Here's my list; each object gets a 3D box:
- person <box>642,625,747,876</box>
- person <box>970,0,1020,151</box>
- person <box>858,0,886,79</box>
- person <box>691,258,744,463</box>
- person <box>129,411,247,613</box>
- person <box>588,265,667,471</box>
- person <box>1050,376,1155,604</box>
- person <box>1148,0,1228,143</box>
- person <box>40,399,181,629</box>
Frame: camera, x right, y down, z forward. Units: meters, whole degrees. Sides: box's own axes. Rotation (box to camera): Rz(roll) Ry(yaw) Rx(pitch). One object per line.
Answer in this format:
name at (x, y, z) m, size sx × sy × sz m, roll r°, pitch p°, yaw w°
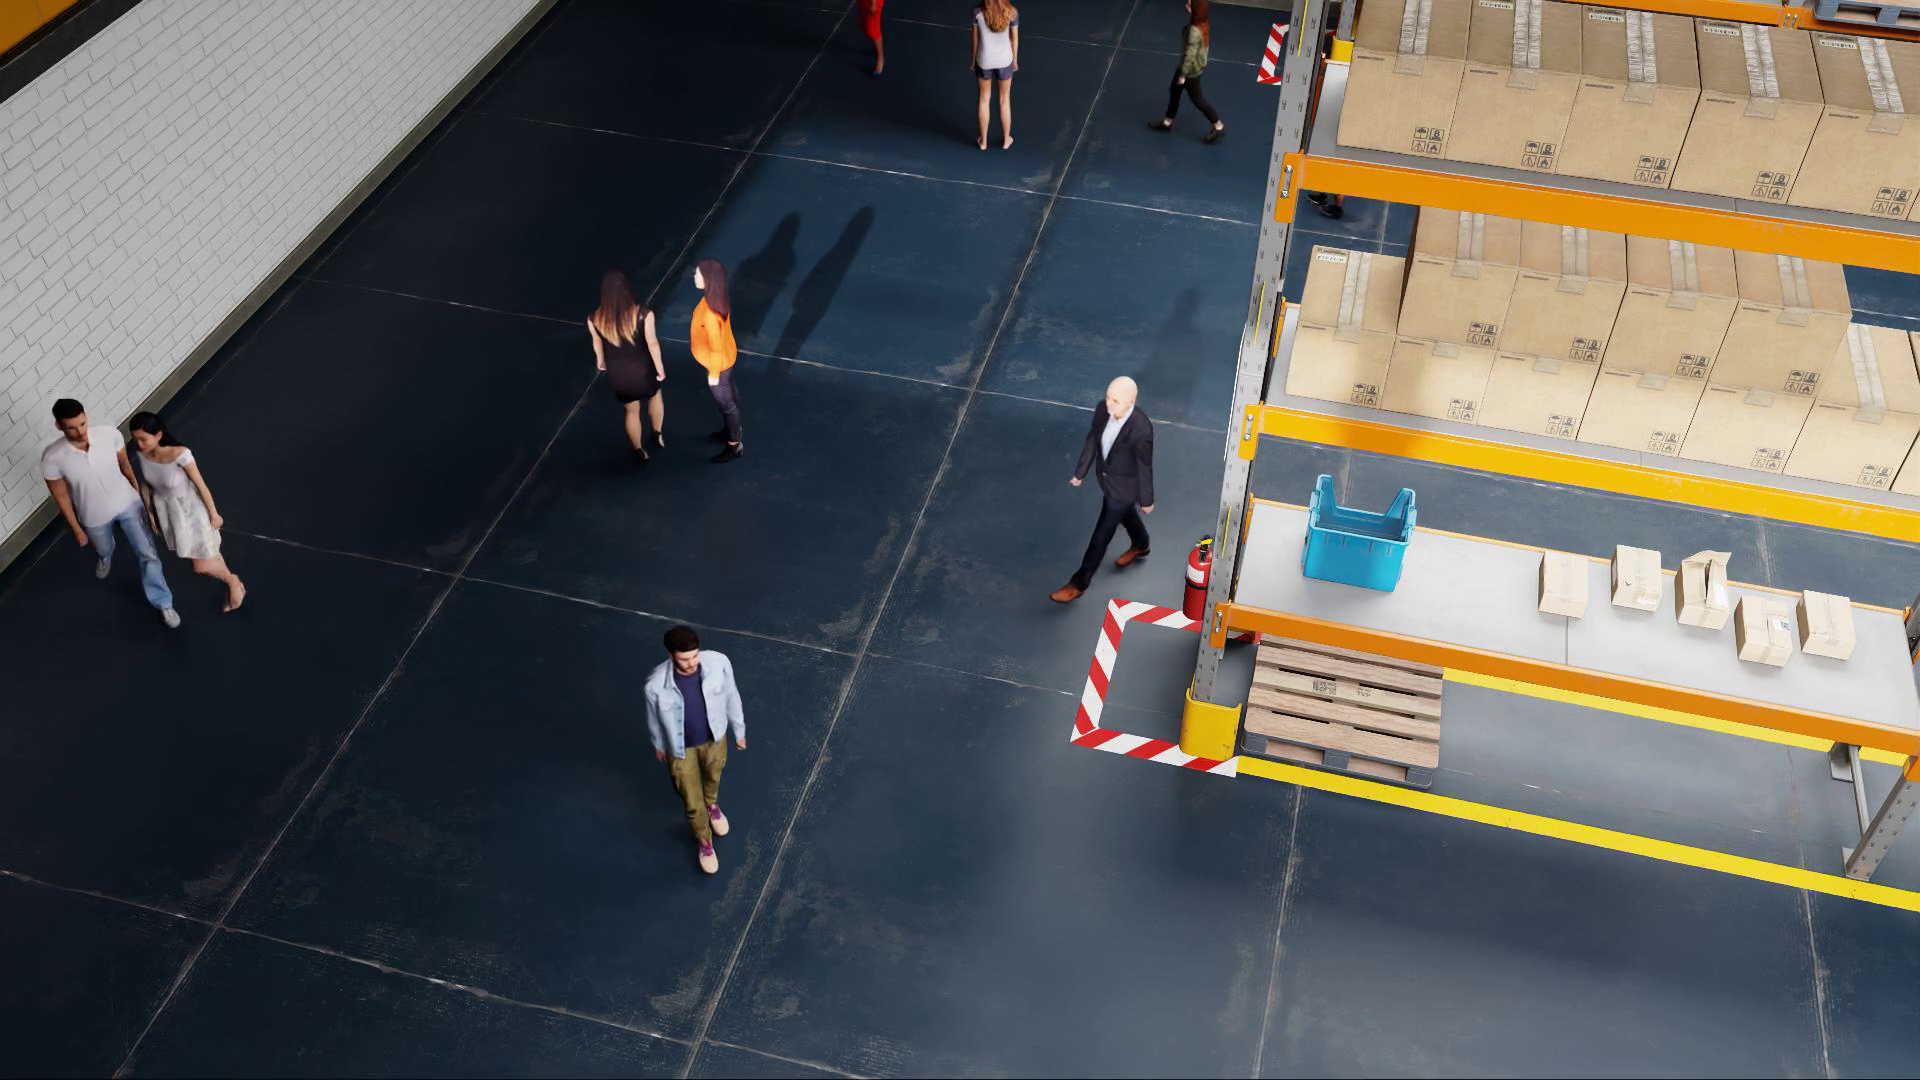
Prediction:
person at (-1.559, 1.094, 9.643) m, size 0.910 × 1.794 × 0.969 m, roll -19°, pitch 47°, yaw -19°
person at (0.317, -4.457, 15.517) m, size 0.561 × 1.729 × 0.714 m, roll 0°, pitch 44°, yaw 0°
person at (-0.871, -5.461, 16.579) m, size 0.912 × 1.718 × 0.842 m, roll -15°, pitch 46°, yaw -15°
person at (-1.763, -1.333, 12.224) m, size 0.651 × 1.748 × 0.681 m, roll -1°, pitch 44°, yaw -1°
person at (-5.075, -0.219, 11.043) m, size 0.615 × 1.764 × 0.707 m, roll 14°, pitch 45°, yaw 14°
person at (-2.390, -1.184, 12.101) m, size 0.665 × 1.702 × 0.805 m, roll -2°, pitch 44°, yaw -2°
person at (1.128, -0.411, 11.252) m, size 1.233 × 1.753 × 1.211 m, roll -25°, pitch 49°, yaw -24°
person at (2.260, -4.425, 15.691) m, size 0.998 × 1.442 × 0.609 m, roll 9°, pitch 44°, yaw 9°
person at (-5.697, -0.267, 11.060) m, size 1.192 × 1.810 × 1.292 m, roll -22°, pitch 48°, yaw -21°
